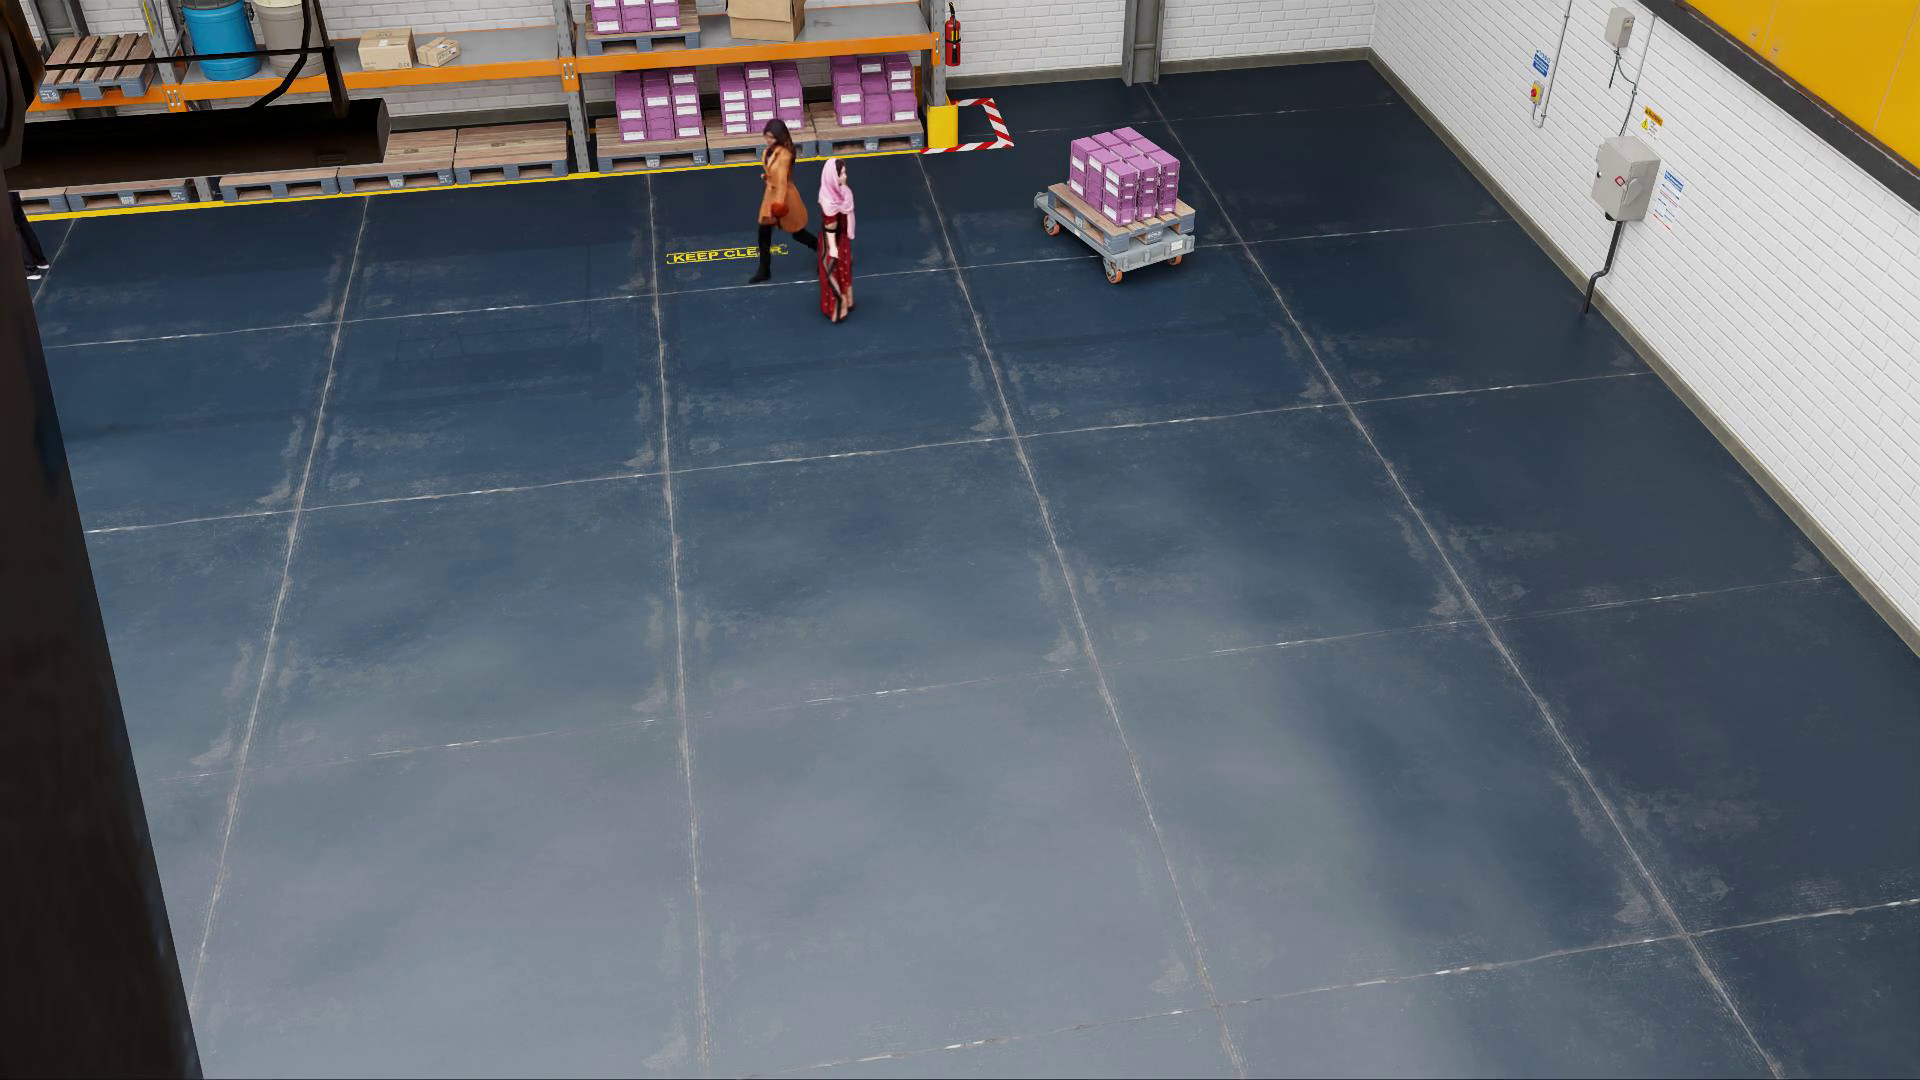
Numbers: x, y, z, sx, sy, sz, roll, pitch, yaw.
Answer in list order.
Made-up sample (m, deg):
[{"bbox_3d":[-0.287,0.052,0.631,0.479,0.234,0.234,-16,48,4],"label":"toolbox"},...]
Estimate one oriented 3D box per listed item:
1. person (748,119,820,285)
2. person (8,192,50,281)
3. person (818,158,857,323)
[{"bbox_3d":[-1.628,-3.252,16.027,1.209,1.693,0.960,-22,43,-25],"label":"person"},{"bbox_3d":[-9.281,-3.355,16.116,0.501,1.743,0.557,-6,39,-7],"label":"person"},{"bbox_3d":[-1.173,-2.828,15.544,0.762,1.633,0.766,10,40,12],"label":"person"}]
